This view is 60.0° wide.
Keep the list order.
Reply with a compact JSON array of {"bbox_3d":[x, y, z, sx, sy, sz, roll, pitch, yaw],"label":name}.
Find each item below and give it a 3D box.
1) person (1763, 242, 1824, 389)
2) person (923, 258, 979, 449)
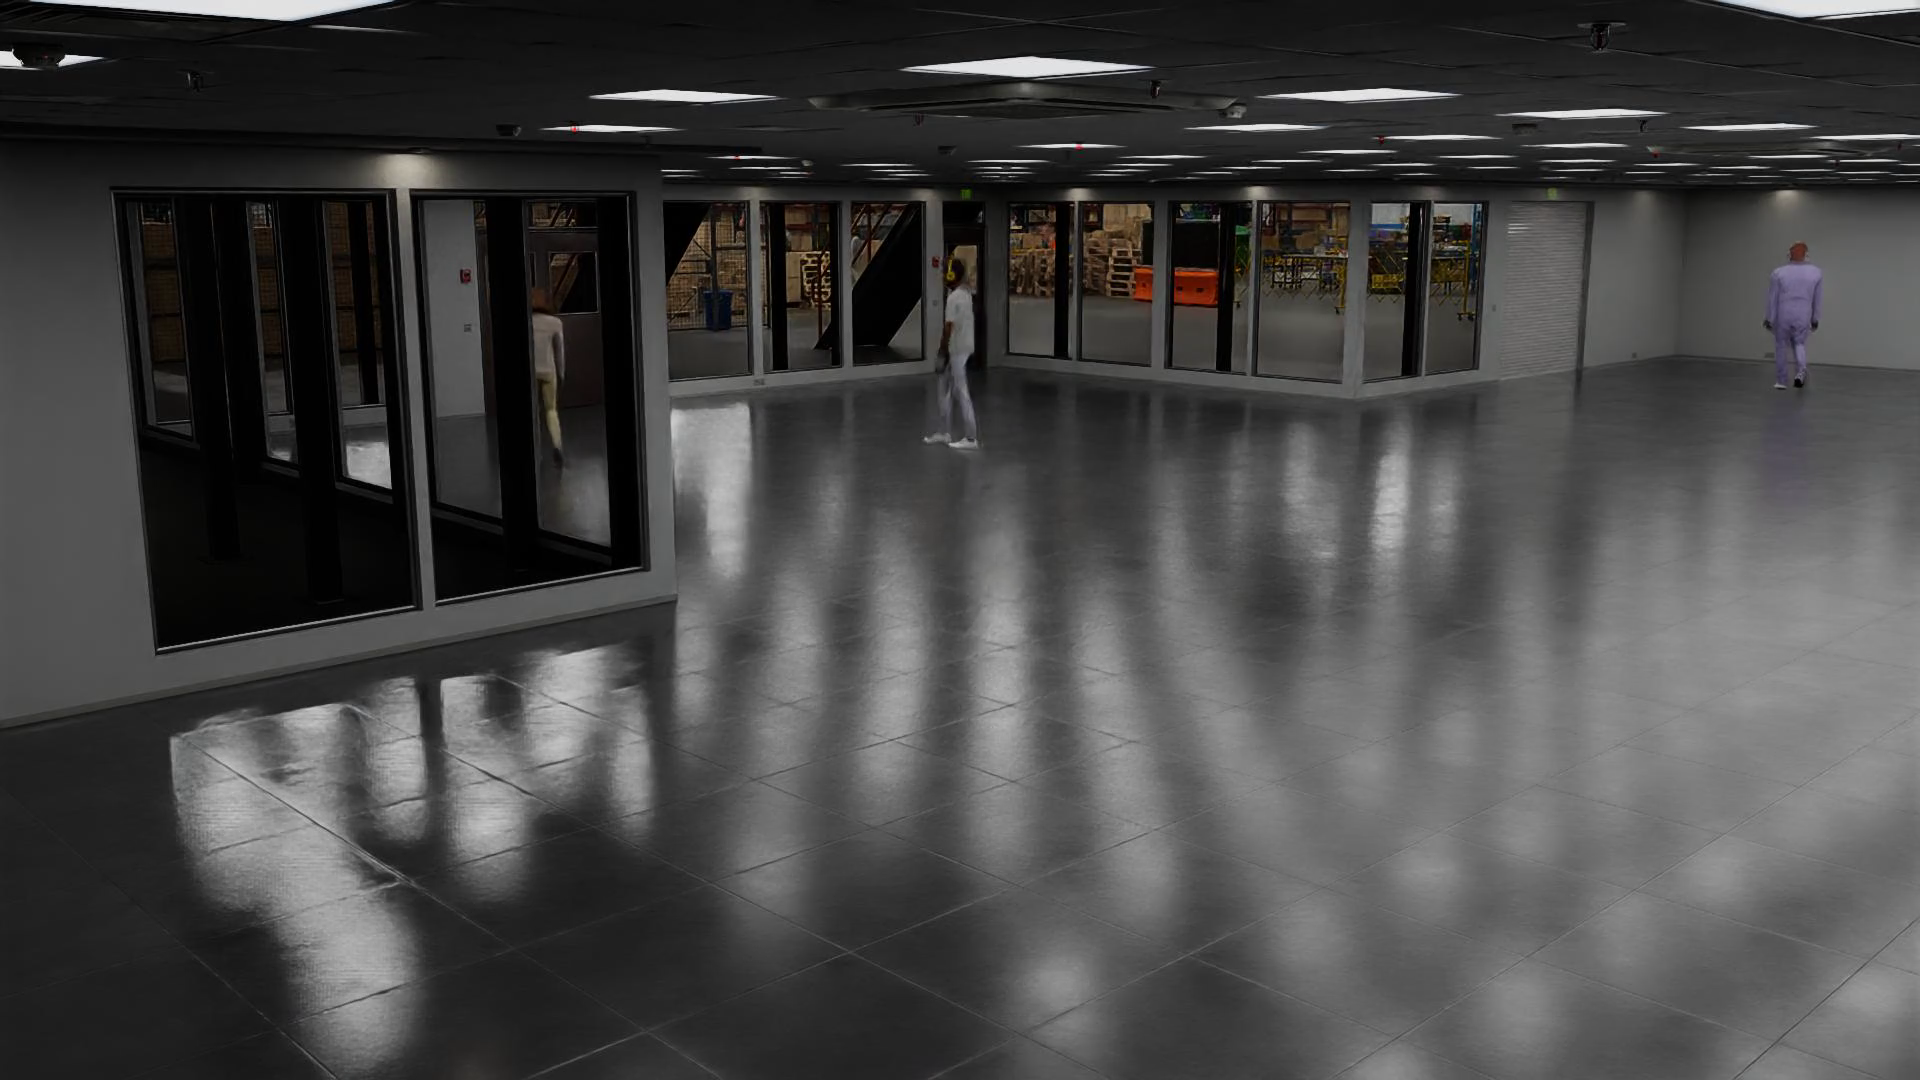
[{"bbox_3d":[10.723,-2.883,21.463,0.646,1.892,0.434,2,11,10],"label":"person"},{"bbox_3d":[-0.135,-1.803,16.143,0.740,1.844,0.565,3,12,16],"label":"person"}]
